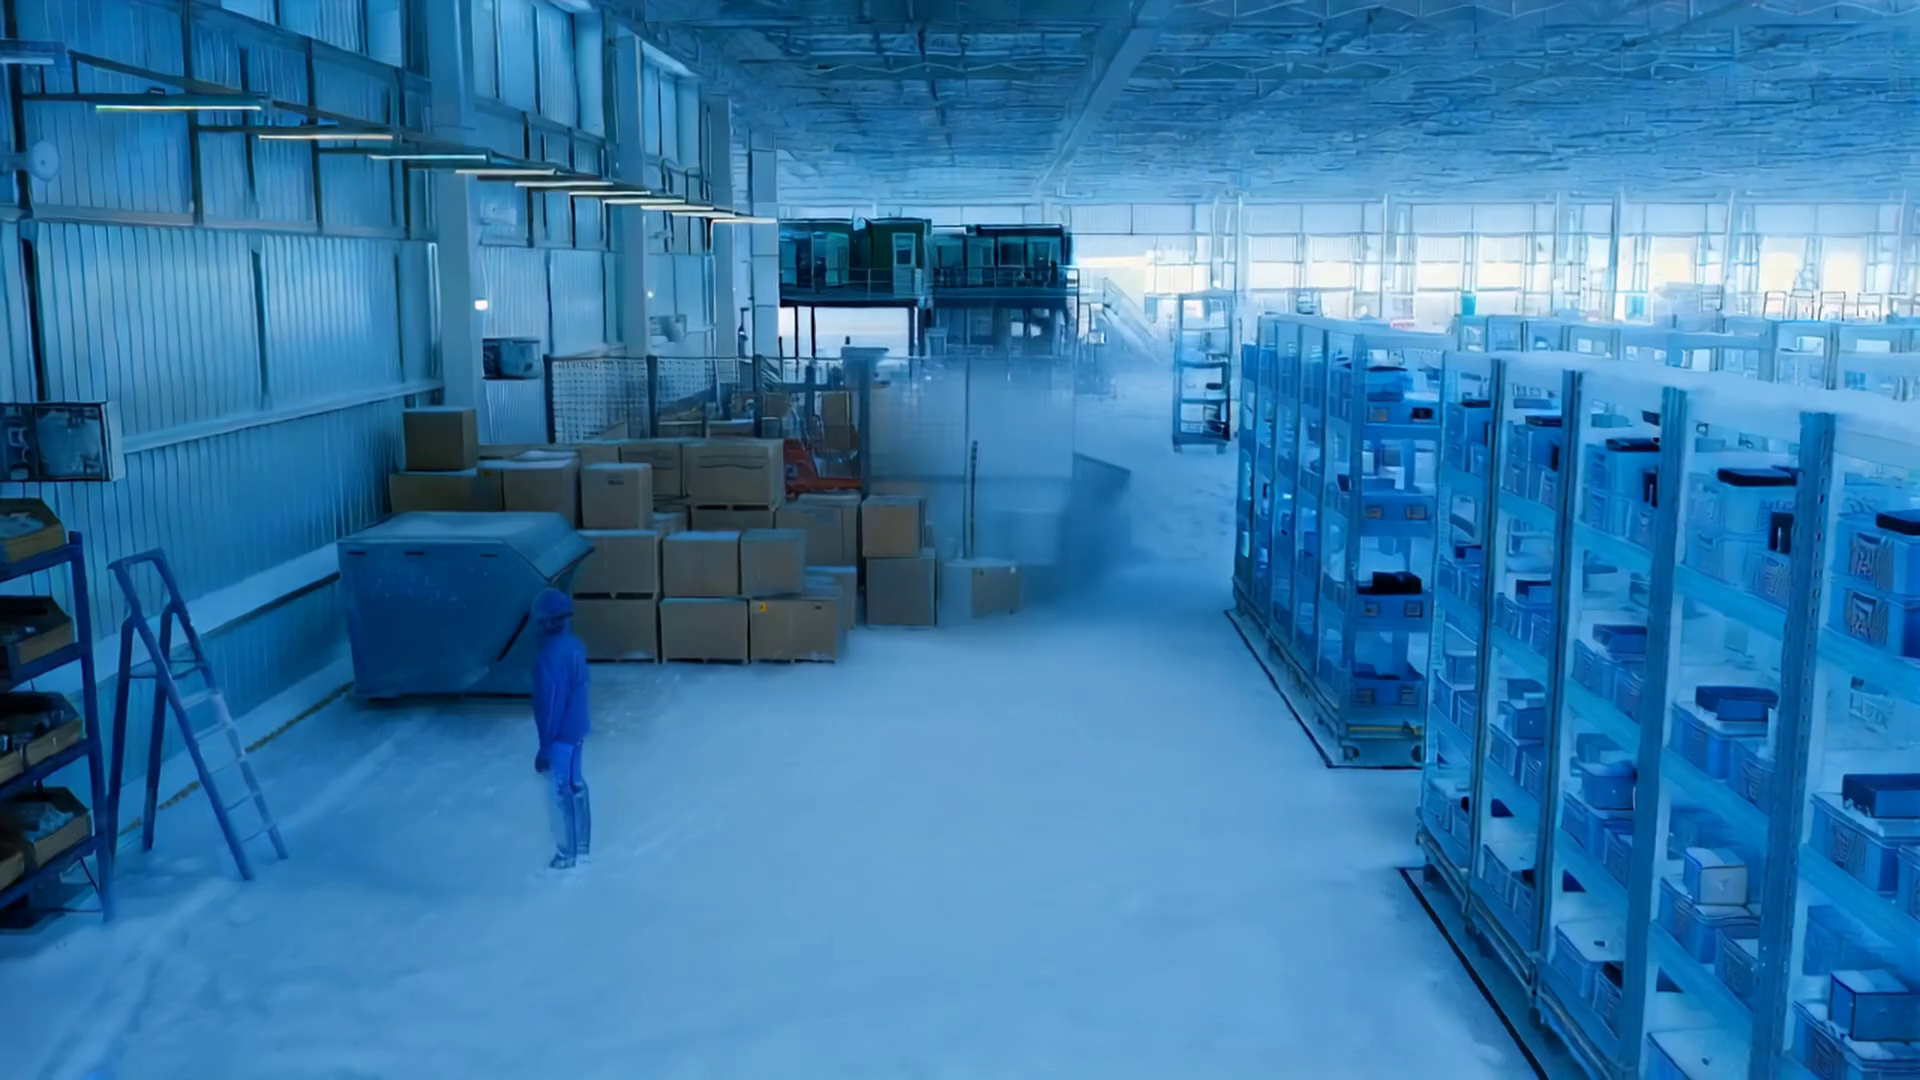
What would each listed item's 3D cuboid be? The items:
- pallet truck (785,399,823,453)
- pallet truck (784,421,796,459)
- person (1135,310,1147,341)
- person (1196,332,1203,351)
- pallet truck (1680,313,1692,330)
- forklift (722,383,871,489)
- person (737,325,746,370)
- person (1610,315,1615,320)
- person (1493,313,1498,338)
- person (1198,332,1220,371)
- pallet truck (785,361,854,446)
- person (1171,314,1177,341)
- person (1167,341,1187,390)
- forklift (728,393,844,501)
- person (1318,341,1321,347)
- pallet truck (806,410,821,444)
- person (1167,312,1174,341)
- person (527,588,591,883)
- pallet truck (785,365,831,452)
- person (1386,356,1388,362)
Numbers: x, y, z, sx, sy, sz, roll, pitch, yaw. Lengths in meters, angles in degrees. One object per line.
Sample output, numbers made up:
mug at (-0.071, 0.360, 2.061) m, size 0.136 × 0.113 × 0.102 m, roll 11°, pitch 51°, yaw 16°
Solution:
pallet truck at (-3.814, -2.432, 36.419) m, size 1.630 × 1.274 × 0.653 m, roll 0°, pitch 9°, yaw 1°
pallet truck at (-4.013, -1.793, 32.705) m, size 1.601 × 1.201 × 0.680 m, roll 0°, pitch 9°, yaw 1°
person at (9.899, -11.574, 90.717) m, size 0.640 × 1.990 × 0.470 m, roll 1°, pitch 9°, yaw 6°
person at (12.334, -10.671, 85.321) m, size 0.370 × 1.928 × 0.543 m, roll 5°, pitch 11°, yaw 29°
pallet truck at (36.315, -10.531, 84.244) m, size 0.823 × 1.965 × 1.885 m, roll -6°, pitch 11°, yaw -33°
forklift at (-2.893, -1.687, 28.729) m, size 2.680 × 1.987 × 1.157 m, roll 0°, pitch 9°, yaw -1°
person at (-8.724, -7.650, 66.674) m, size 0.355 × 1.930 × 0.587 m, roll -6°, pitch 11°, yaw -31°
person at (32.519, -10.259, 82.955) m, size 0.329 × 1.872 × 0.508 m, roll 8°, pitch 12°, yaw 41°
person at (28.674, -11.265, 89.270) m, size 0.436 × 1.832 × 0.648 m, roll 4°, pitch 10°, yaw 23°
person at (10.210, -7.877, 68.189) m, size 0.980 × 1.883 × 0.571 m, roll -2°, pitch 9°, yaw -11°
pallet truck at (-3.410, -3.193, 38.978) m, size 1.885 × 1.965 × 0.823 m, roll 0°, pitch 9°, yaw -1°
person at (12.576, -12.529, 96.865) m, size 0.417 × 1.901 × 0.612 m, roll -6°, pitch 11°, yaw -34°
person at (7.580, -6.014, 57.175) m, size 0.775 × 1.737 × 0.526 m, roll 2°, pitch 10°, yaw 15°
forklift at (-2.979, -1.316, 26.476) m, size 2.680 × 1.987 × 1.157 m, roll 0°, pitch 9°, yaw 1°
person at (14.274, -7.411, 64.860) m, size 0.754 × 2.000 × 0.691 m, roll 3°, pitch 10°, yaw 20°
pallet truck at (-3.559, -2.018, 33.905) m, size 1.522 × 1.261 × 0.704 m, roll 0°, pitch 9°, yaw -1°
person at (12.432, -12.524, 97.579) m, size 0.737 × 1.663 × 0.531 m, roll -6°, pitch 11°, yaw -31°
person at (-2.708, 1.306, 11.227) m, size 0.382 × 1.993 × 0.622 m, roll 1°, pitch 9°, yaw 8°
pallet truck at (-3.774, -2.976, 37.635) m, size 1.885 × 1.965 × 0.823 m, roll 1°, pitch 9°, yaw 5°
person at (11.550, -4.082, 45.068) m, size 0.929 × 1.798 × 0.547 m, roll 3°, pitch 10°, yaw 21°
